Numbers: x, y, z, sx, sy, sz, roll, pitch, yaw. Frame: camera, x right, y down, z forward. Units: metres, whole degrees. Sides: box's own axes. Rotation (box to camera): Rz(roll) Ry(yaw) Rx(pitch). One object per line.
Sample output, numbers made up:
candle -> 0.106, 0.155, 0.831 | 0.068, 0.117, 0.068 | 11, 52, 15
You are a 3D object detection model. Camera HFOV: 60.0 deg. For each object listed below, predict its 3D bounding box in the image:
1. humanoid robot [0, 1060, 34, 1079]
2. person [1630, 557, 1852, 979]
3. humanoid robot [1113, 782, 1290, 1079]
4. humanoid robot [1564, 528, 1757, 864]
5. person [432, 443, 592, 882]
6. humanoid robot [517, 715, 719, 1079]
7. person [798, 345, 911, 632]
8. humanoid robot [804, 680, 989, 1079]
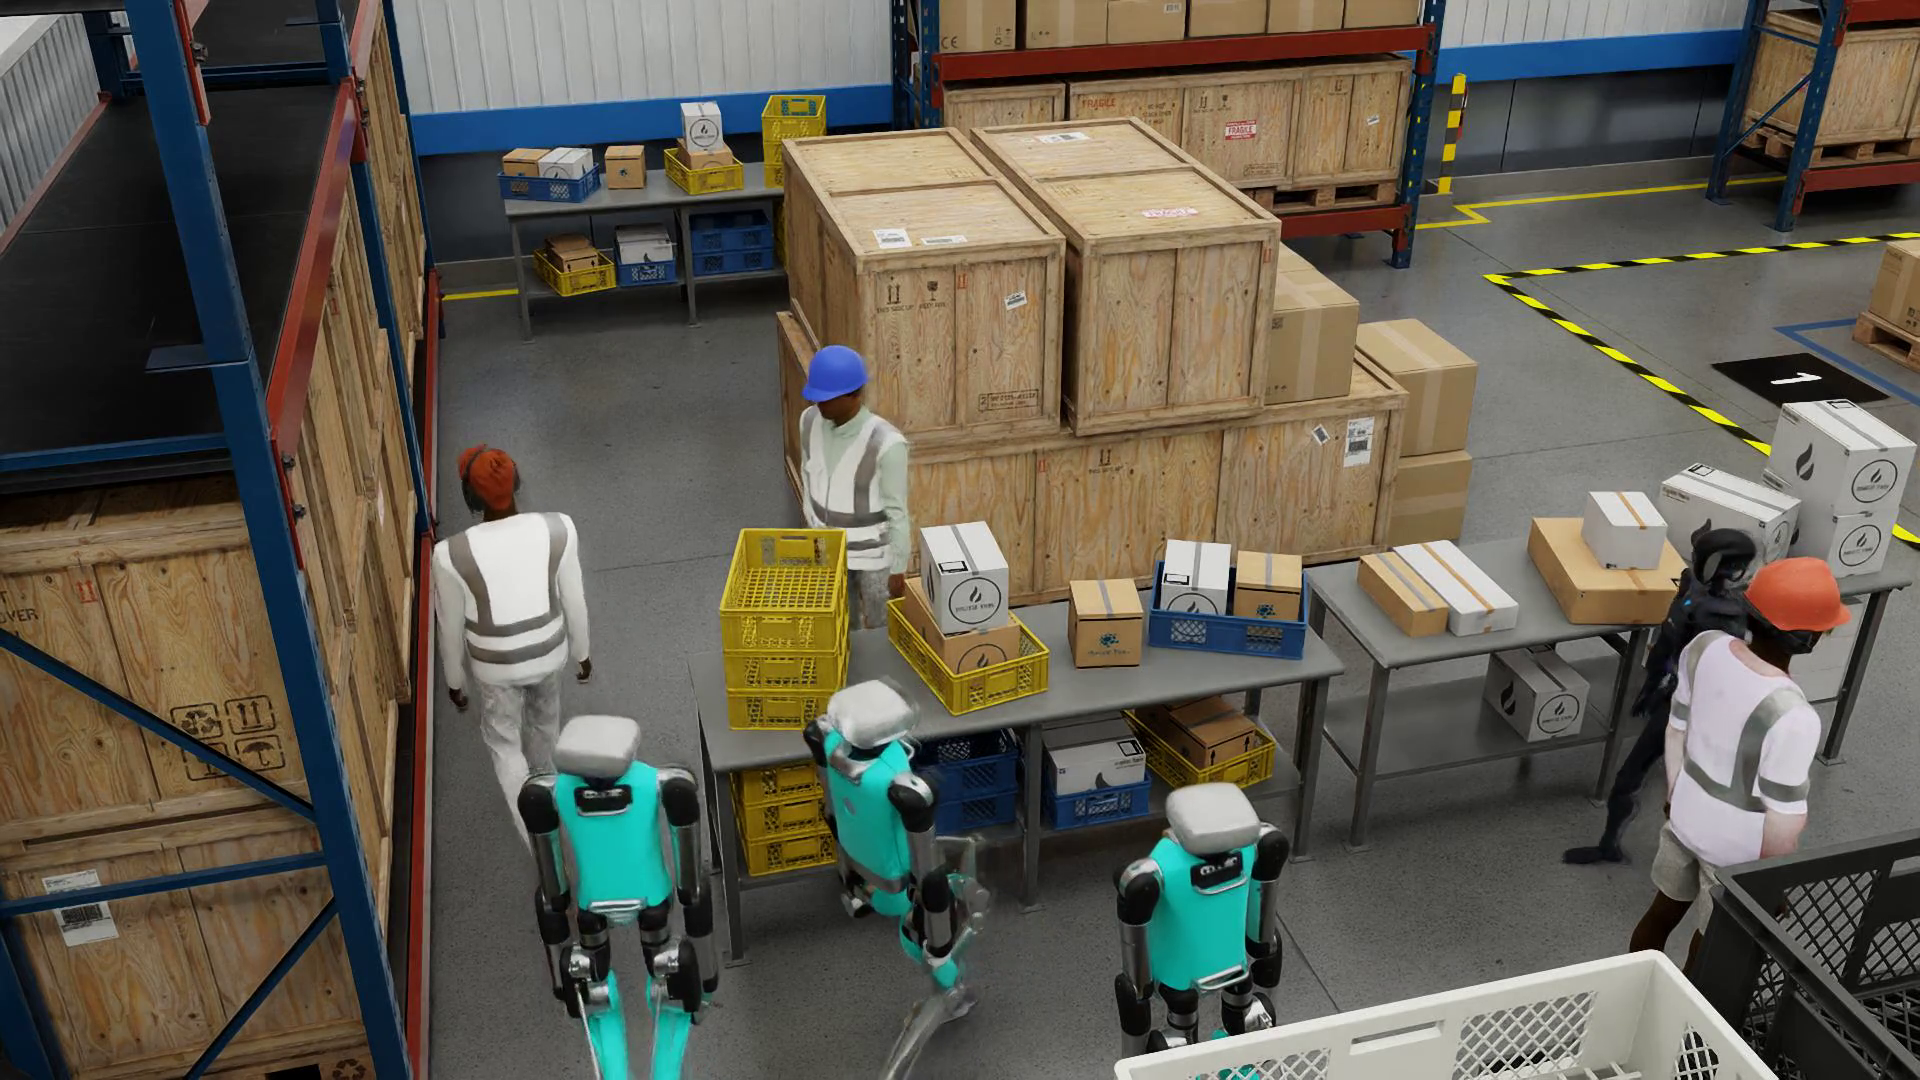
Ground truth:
humanoid robot -> -2.183, 1.929, 4.140 | 0.315, 1.657, 0.599 | 7, 30, 13
person -> 2.561, 0.957, 5.543 | 0.375, 2.045, 0.604 | -6, 29, -11
humanoid robot -> 0.778, 1.532, 4.709 | 0.530, 1.691, 0.735 | -13, 31, -22
humanoid robot -> 2.881, 0.678, 6.481 | 0.707, 1.651, 0.590 | -1, 29, -3
person -> -1.747, 0.481, 6.604 | 0.589, 1.851, 0.804 | -15, 32, -25
humanoid robot -> -0.993, 1.462, 4.957 | 0.603, 1.787, 0.853 | -1, 29, -1
person -> -0.477, 0.036, 7.334 | 0.617, 1.934, 0.441 | 22, 35, 34
humanoid robot -> -0.103, 1.146, 5.519 | 0.997, 1.732, 0.548 | -25, 37, -37
